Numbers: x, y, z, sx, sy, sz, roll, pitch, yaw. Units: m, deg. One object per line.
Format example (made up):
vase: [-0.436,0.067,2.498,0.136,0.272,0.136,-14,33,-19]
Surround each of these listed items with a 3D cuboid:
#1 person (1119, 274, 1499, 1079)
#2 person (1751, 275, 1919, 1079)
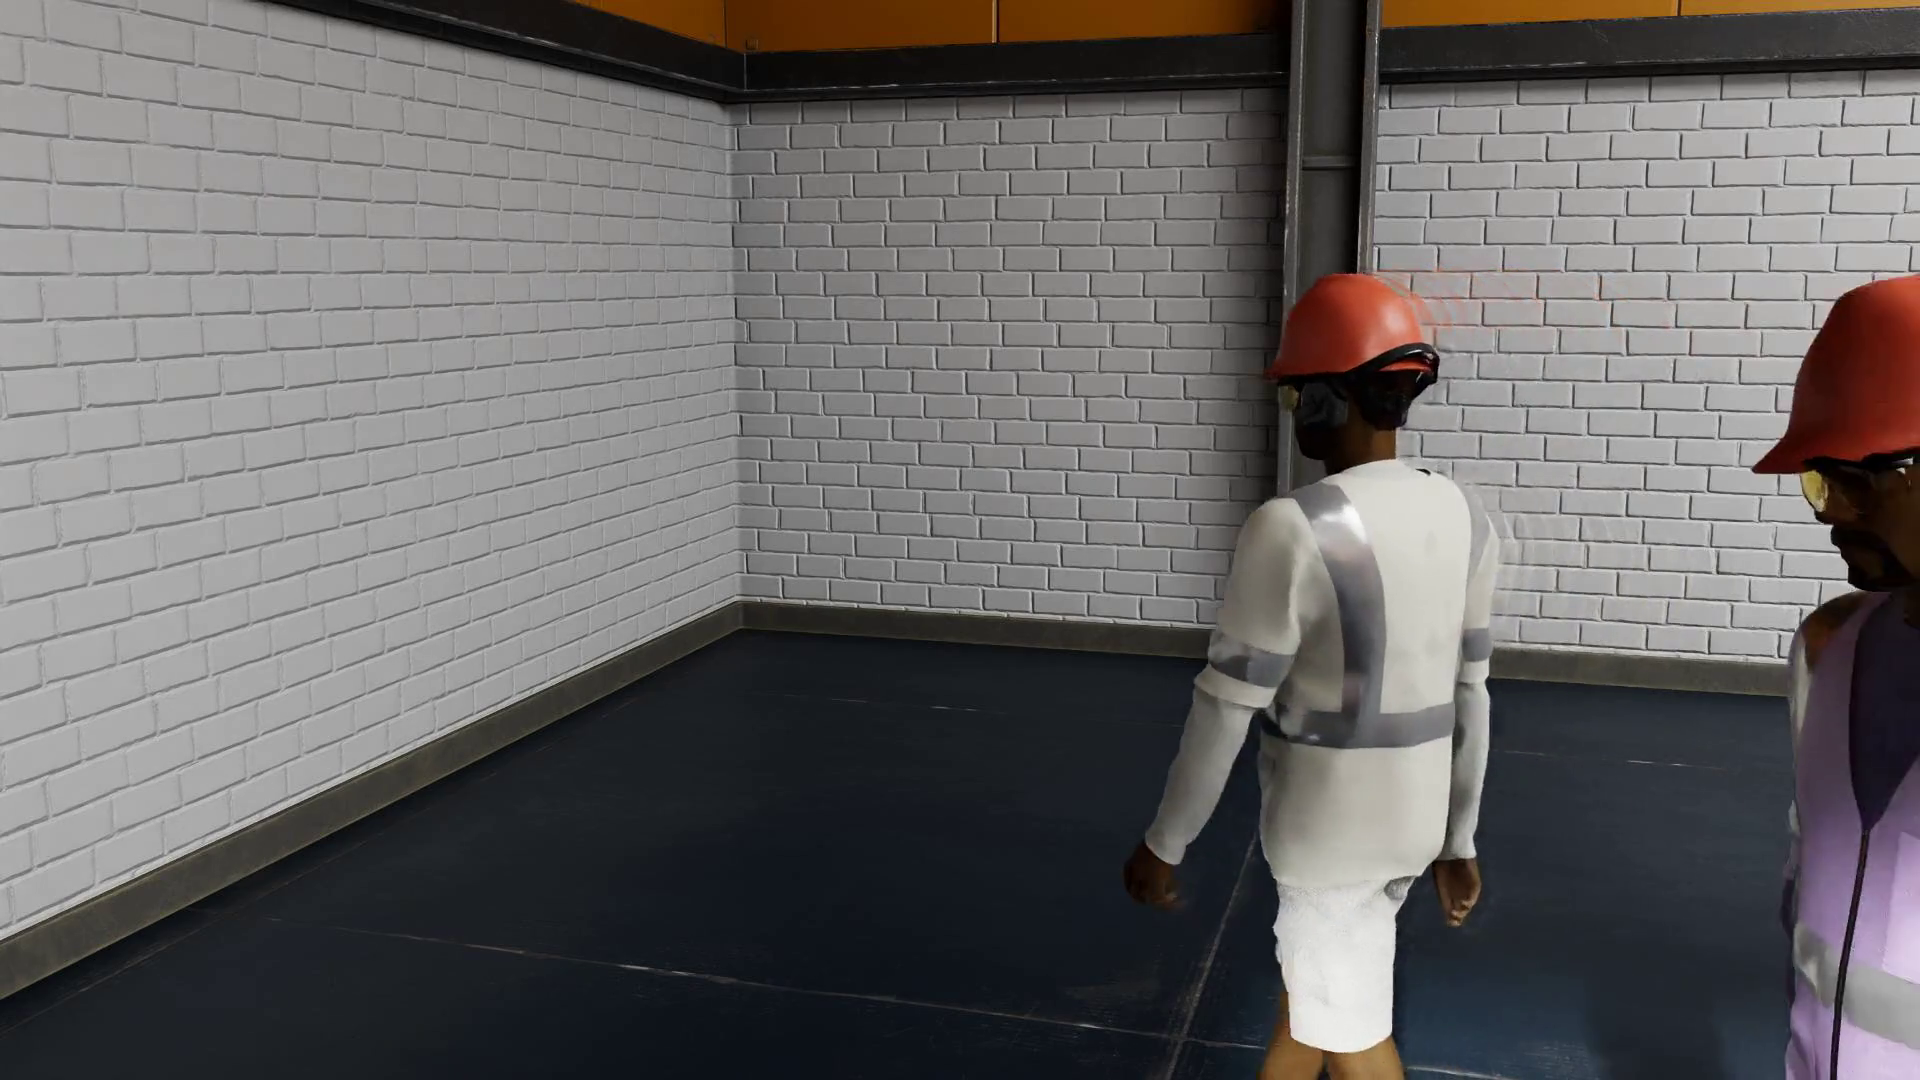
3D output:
person: [0.620,0.516,3.139,0.618,2.000,0.948,-9,13,-43]
person: [1.187,0.713,1.906,0.670,2.016,0.629,-2,10,-12]
